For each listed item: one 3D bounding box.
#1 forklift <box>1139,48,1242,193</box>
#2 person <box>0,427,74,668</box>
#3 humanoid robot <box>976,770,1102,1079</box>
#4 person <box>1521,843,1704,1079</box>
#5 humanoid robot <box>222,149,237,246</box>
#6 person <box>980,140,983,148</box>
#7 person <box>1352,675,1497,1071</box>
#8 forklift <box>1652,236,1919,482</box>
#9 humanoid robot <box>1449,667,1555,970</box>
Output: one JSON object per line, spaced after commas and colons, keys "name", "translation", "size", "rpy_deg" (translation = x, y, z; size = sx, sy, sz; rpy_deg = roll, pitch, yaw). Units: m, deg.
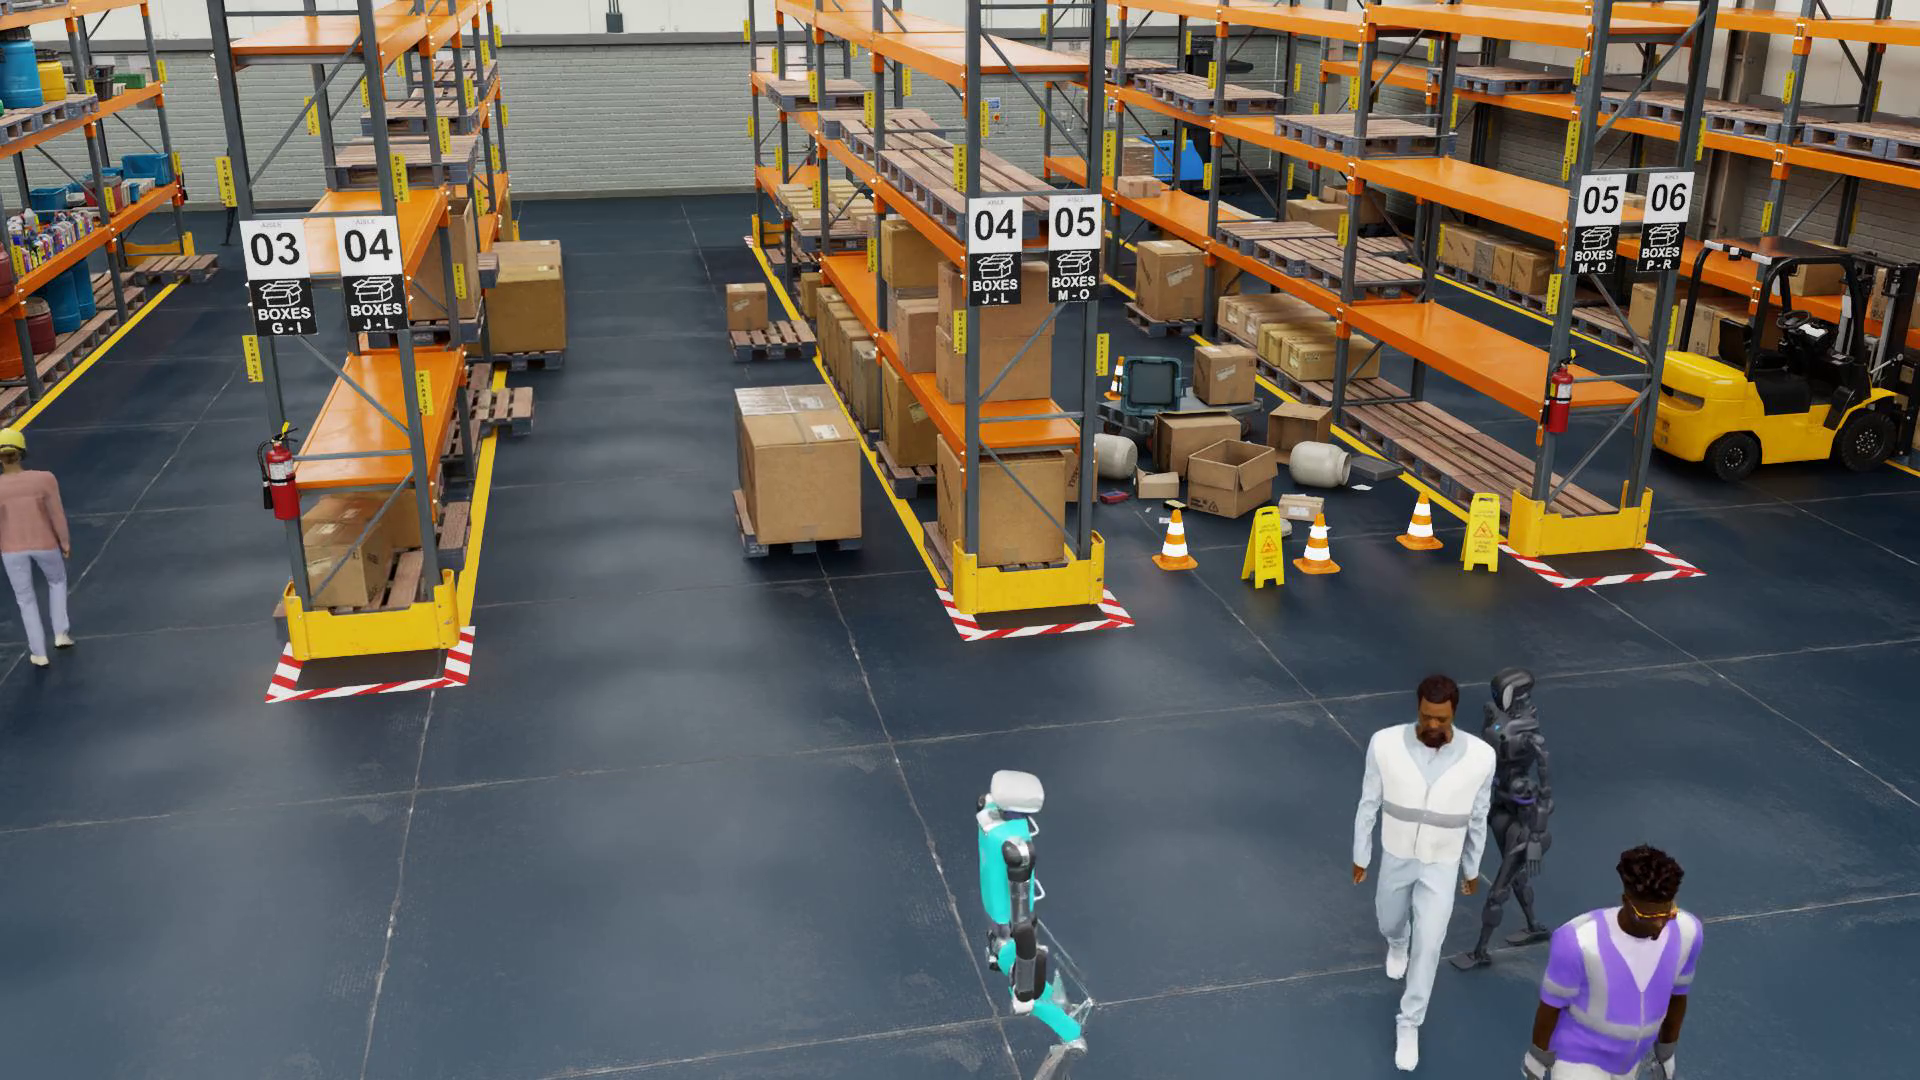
{"name": "forklift", "translation": [4.566, -8.313, 32.860], "size": [1.873, 2.768, 1.129], "rpy_deg": [-4, 21, -12]}
{"name": "person", "translation": [-6.685, 0.051, 11.934], "size": [0.545, 1.740, 0.492], "rpy_deg": [-12, 23, -28]}
{"name": "humanoid robot", "translation": [0.432, 1.836, 7.262], "size": [0.731, 1.872, 0.533], "rpy_deg": [-5, 21, -14]}
{"name": "person", "translation": [2.532, 1.986, 6.522], "size": [0.609, 1.915, 0.717], "rpy_deg": [-5, 21, -13]}
{"name": "humanoid robot", "translation": [-11.960, -5.676, 27.520], "size": [0.776, 1.619, 0.596], "rpy_deg": [3, 21, 9]}
{"name": "person", "translation": [0.291, -7.019, 31.047], "size": [0.318, 1.699, 0.534], "rpy_deg": [-1, 20, -4]}
{"name": "person", "translation": [2.183, 1.474, 7.912], "size": [0.599, 1.888, 0.862], "rpy_deg": [7, 21, 17]}
{"name": "forklift", "translation": [8.013, -1.814, 16.330], "size": [2.313, 2.155, 1.214], "rpy_deg": [-4, 21, -12]}
{"name": "humanoid robot", "translation": [2.815, 1.395, 8.463], "size": [0.683, 1.621, 0.600], "rpy_deg": [-6, 21, -16]}
